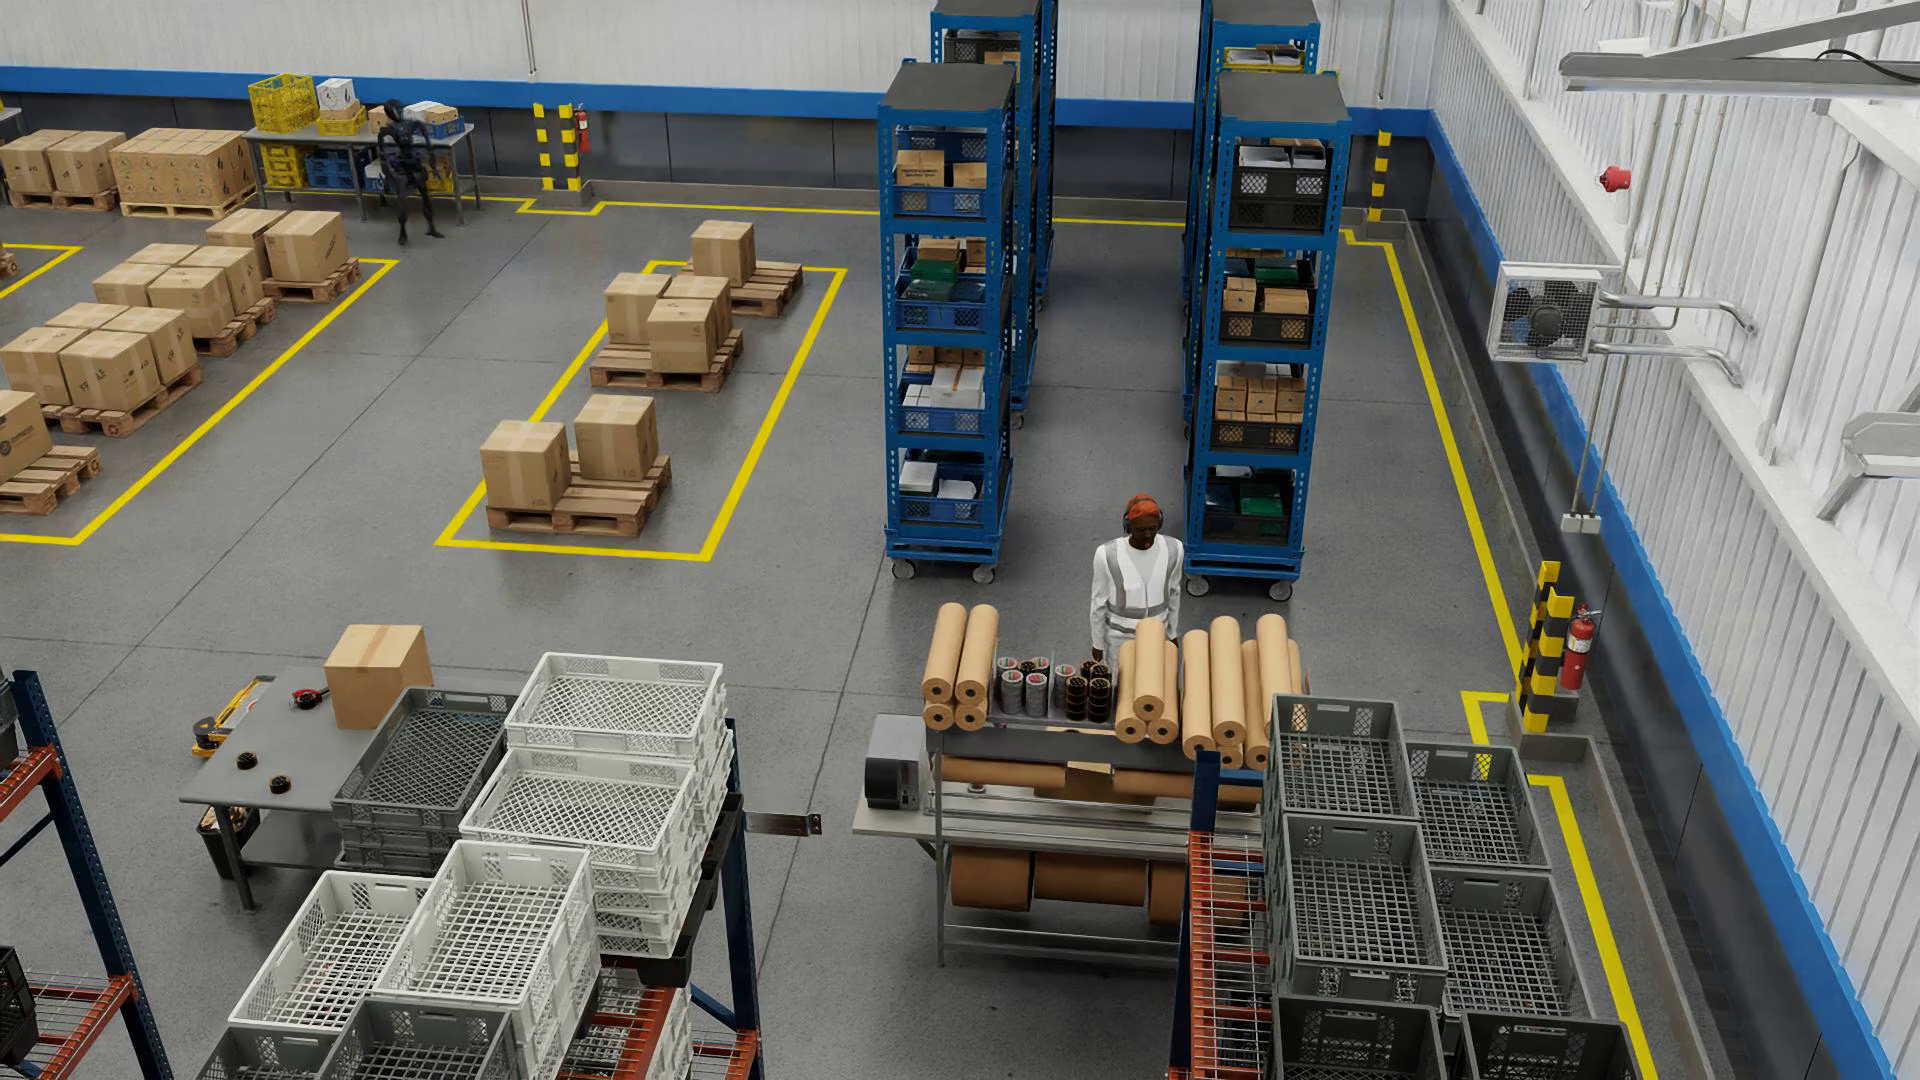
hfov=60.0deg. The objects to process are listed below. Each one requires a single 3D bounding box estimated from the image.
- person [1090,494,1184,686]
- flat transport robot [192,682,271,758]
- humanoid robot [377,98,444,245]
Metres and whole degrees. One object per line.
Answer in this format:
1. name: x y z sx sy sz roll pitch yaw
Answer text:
1. person: 1.063 0.573 10.085 0.573 1.882 0.356 -8 31 -14
2. flat transport robot: -4.089 1.163 10.648 1.431 0.197 0.652 3 30 6
3. humanoid robot: -6.037 -4.046 18.236 0.603 1.626 0.500 -19 35 -29
